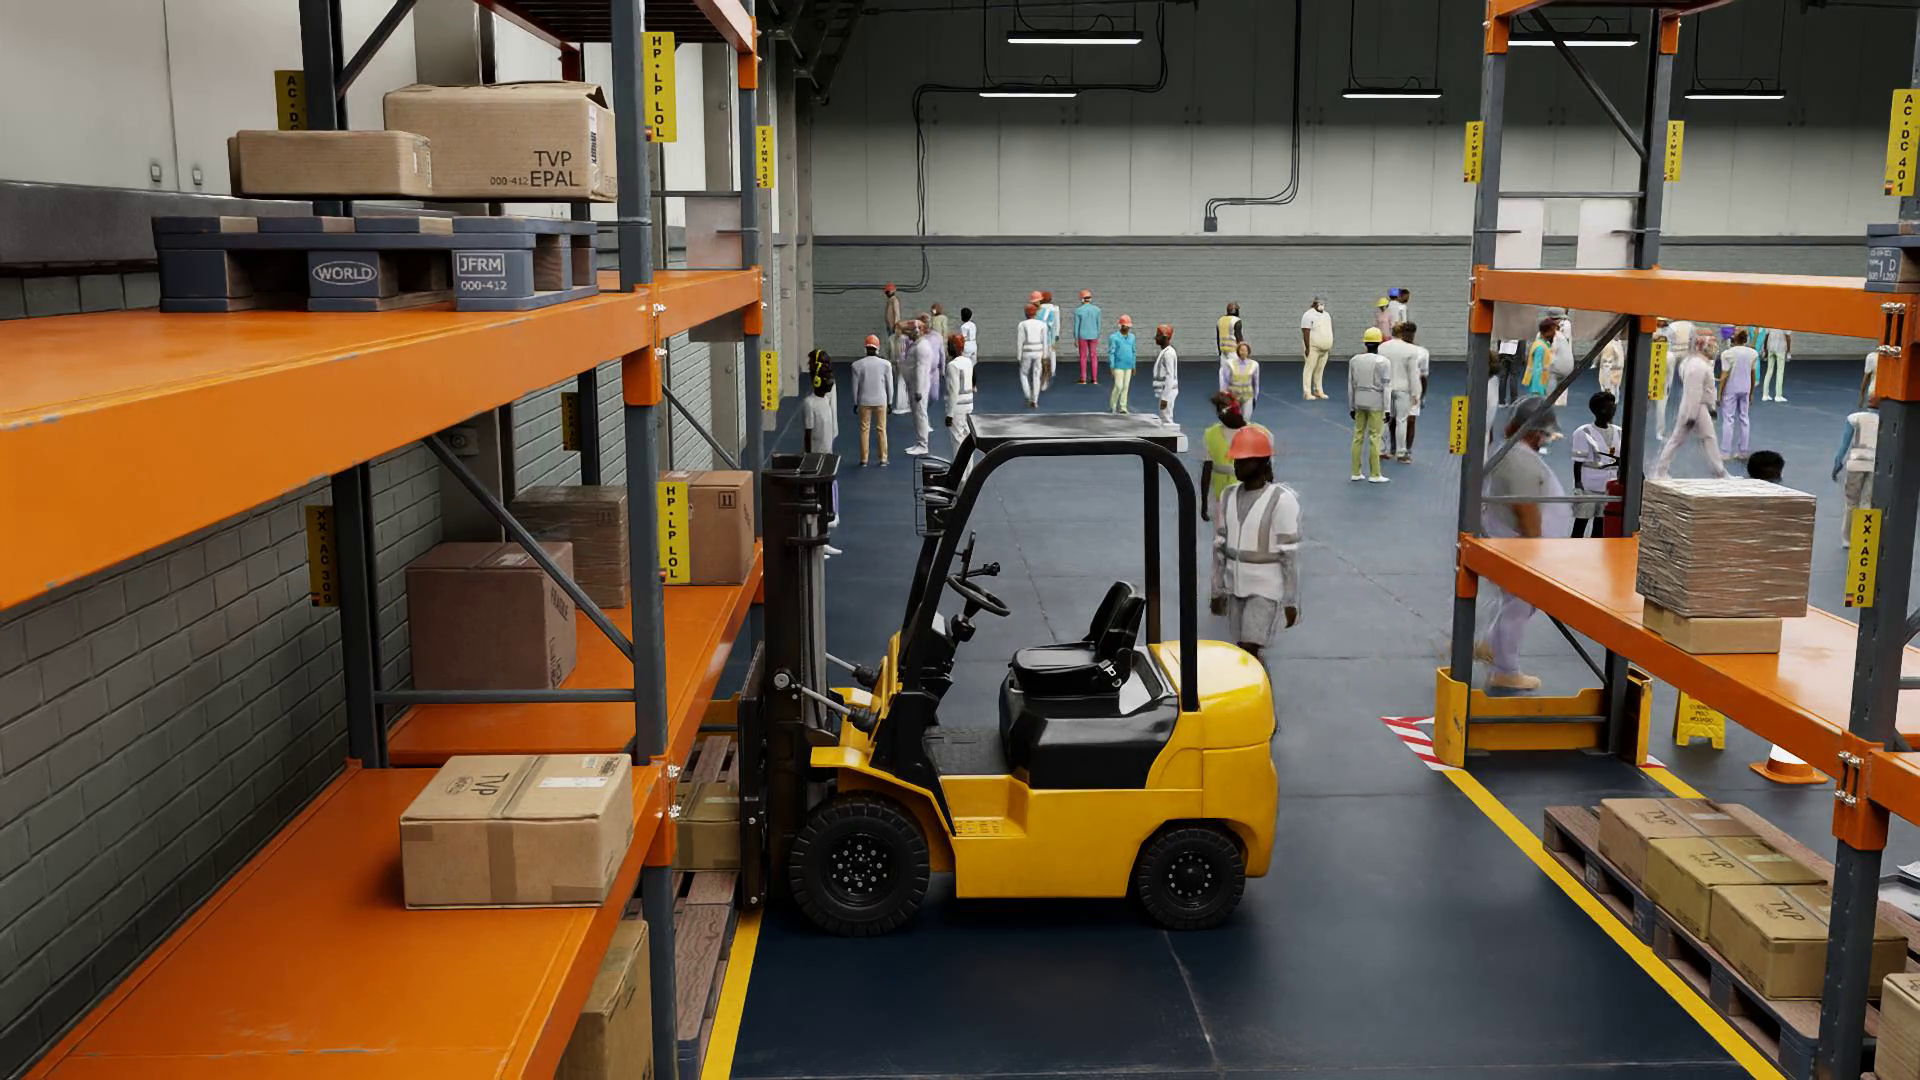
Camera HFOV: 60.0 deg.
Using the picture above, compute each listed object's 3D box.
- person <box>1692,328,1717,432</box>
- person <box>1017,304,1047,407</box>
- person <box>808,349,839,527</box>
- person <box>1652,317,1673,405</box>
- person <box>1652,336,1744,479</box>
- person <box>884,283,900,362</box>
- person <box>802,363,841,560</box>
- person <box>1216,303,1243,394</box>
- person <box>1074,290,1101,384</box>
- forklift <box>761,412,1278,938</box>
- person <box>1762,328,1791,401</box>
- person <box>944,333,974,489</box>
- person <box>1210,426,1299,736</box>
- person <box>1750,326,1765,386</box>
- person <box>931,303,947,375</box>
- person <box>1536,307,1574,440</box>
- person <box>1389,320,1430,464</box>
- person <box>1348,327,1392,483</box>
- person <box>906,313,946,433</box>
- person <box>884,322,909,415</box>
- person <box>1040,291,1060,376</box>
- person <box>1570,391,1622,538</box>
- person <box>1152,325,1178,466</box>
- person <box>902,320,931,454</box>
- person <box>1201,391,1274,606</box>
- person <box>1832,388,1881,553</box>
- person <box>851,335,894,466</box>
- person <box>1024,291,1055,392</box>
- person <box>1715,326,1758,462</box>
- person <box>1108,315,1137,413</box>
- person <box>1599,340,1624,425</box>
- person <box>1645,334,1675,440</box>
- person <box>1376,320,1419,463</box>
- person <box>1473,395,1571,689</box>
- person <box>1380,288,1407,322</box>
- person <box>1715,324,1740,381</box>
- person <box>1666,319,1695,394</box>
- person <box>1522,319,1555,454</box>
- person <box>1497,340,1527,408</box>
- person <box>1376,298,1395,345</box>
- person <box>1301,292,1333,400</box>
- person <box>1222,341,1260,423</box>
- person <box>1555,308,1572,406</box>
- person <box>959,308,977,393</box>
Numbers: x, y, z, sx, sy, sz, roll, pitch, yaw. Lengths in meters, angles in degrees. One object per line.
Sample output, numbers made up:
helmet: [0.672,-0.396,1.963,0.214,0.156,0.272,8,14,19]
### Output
person: [11.694,-2.515,26.181,0.511,1.643,0.308,-7,12,-34]
person: [1.301,-3.329,30.099,0.628,1.871,0.439,-3,11,-16]
person: [-1.440,-1.060,17.445,0.309,1.868,0.534,1,10,7]
person: [12.709,-3.299,30.277,0.489,1.740,0.321,0,10,-2]
person: [9.089,-1.583,20.439,1.037,1.841,0.631,2,10,13]
person: [-1.638,-5.147,39.864,0.392,1.990,0.623,-3,11,-17]
person: [-1.328,-0.746,15.738,0.327,1.861,0.507,3,11,17]
person: [5.140,-3.572,31.528,0.430,1.840,0.620,-6,12,-32]
person: [2.665,-4.267,35.030,0.607,1.978,0.432,-3,11,-17]
forklift: [0.291,0.548,7.580,2.313,2.155,1.214,0,10,-2]
person: [15.358,-3.532,31.252,0.320,1.860,0.521,-7,12,-33]
person: [-0.017,-1.566,20.222,0.338,1.882,0.582,4,11,23]
person: [1.689,0.293,9.736,0.512,1.921,0.574,-8,13,-38]
person: [16.553,-4.120,34.592,0.348,1.834,0.520,6,12,29]
person: [-0.539,-4.504,37.348,0.503,1.615,0.559,5,11,24]
person: [9.000,-2.533,25.173,0.536,2.000,0.674,8,13,37]
person: [6.055,-2.022,22.618,0.625,1.942,0.783,3,11,14]
person: [5.102,-1.675,20.696,0.589,1.930,0.356,10,14,43]
person: [-0.575,-2.661,26.323,0.648,1.883,0.695,-6,12,-31]
person: [-1.102,-2.948,28.713,0.521,1.601,0.839,7,12,34]
person: [1.941,-4.608,37.175,0.574,1.883,0.356,-1,10,-3]
person: [5.572,-0.456,14.559,0.532,1.697,0.319,-4,11,-22]
person: [2.740,-1.935,22.277,0.354,1.883,0.572,1,10,3]
person: [-0.614,-2.152,23.459,0.400,1.901,0.646,-1,10,-5]
person: [2.226,-0.301,13.448,0.598,1.795,0.687,5,11,27]
person: [8.691,-0.665,15.966,0.566,1.609,0.686,7,12,33]
person: [-1.165,-1.853,22.180,0.563,1.752,0.328,0,10,-1]
person: [1.551,-3.934,33.032,0.631,2.018,0.522,3,11,17]
person: [10.569,-1.985,22.662,0.506,1.847,0.343,-1,10,-4]
person: [2.801,-2.990,28.545,0.577,1.745,0.344,-8,13,-38]
person: [9.500,-2.296,24.178,0.391,1.924,0.553,7,13,36]
person: [10.651,-2.365,25.495,0.505,1.607,0.850,3,11,15]
person: [5.924,-2.014,22.604,0.629,1.930,0.368,10,14,43]
person: [3.758,0.008,11.016,0.537,2.000,0.688,3,11,15]
person: [9.743,-4.695,37.476,0.605,1.948,0.388,2,10,13]
person: [16.463,-4.361,35.565,0.372,1.963,0.608,1,10,4]
person: [13.512,-3.508,31.267,0.605,1.805,0.825,-1,10,-6]
person: [8.168,-2.172,23.547,0.396,1.909,0.604,4,11,22]
person: [9.933,-3.331,29.965,0.392,1.917,0.593,-7,12,-33]
person: [9.516,-4.552,37.243,0.409,1.748,0.548,-8,13,-37]
person: [6.810,-3.677,31.546,0.681,2.000,0.536,-8,13,-36]
person: [3.937,-1.995,23.346,0.519,1.617,0.637,2,10,9]
person: [10.976,-3.364,30.364,0.344,1.841,0.506,2,10,11]
person: [0.151,-3.730,32.825,0.320,1.693,0.537,6,12,29]
